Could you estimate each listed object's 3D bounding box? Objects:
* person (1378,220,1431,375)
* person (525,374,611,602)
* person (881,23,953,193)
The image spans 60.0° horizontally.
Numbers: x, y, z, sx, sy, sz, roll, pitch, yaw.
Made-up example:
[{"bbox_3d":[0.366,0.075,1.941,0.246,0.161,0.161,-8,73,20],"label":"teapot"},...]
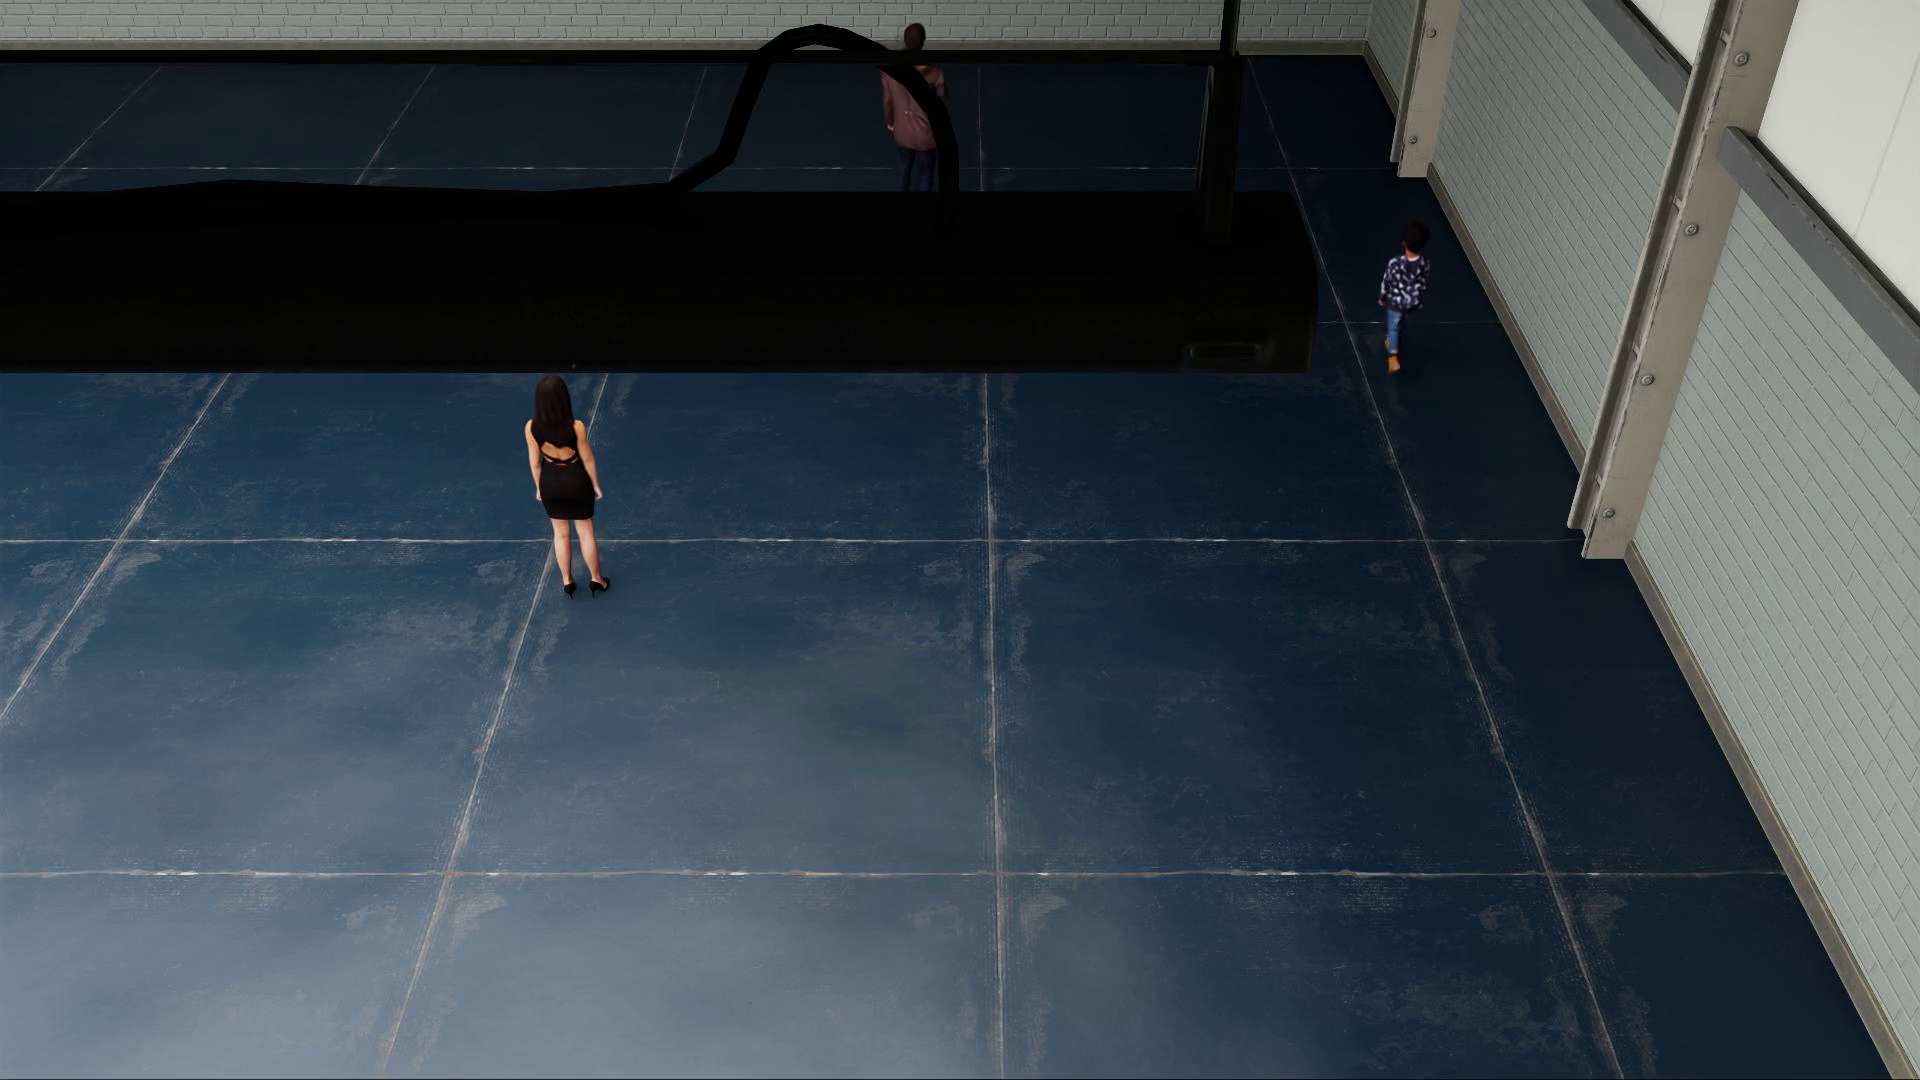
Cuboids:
[{"bbox_3d":[3.438,-1.864,12.878,0.487,1.232,0.813,0,37,0],"label":"person"},{"bbox_3d":[-2.482,-0.315,10.496,0.565,1.650,0.461,0,37,0],"label":"person"},{"bbox_3d":[-0.399,-3.632,14.701,0.902,1.842,0.916,16,40,20],"label":"person"}]
